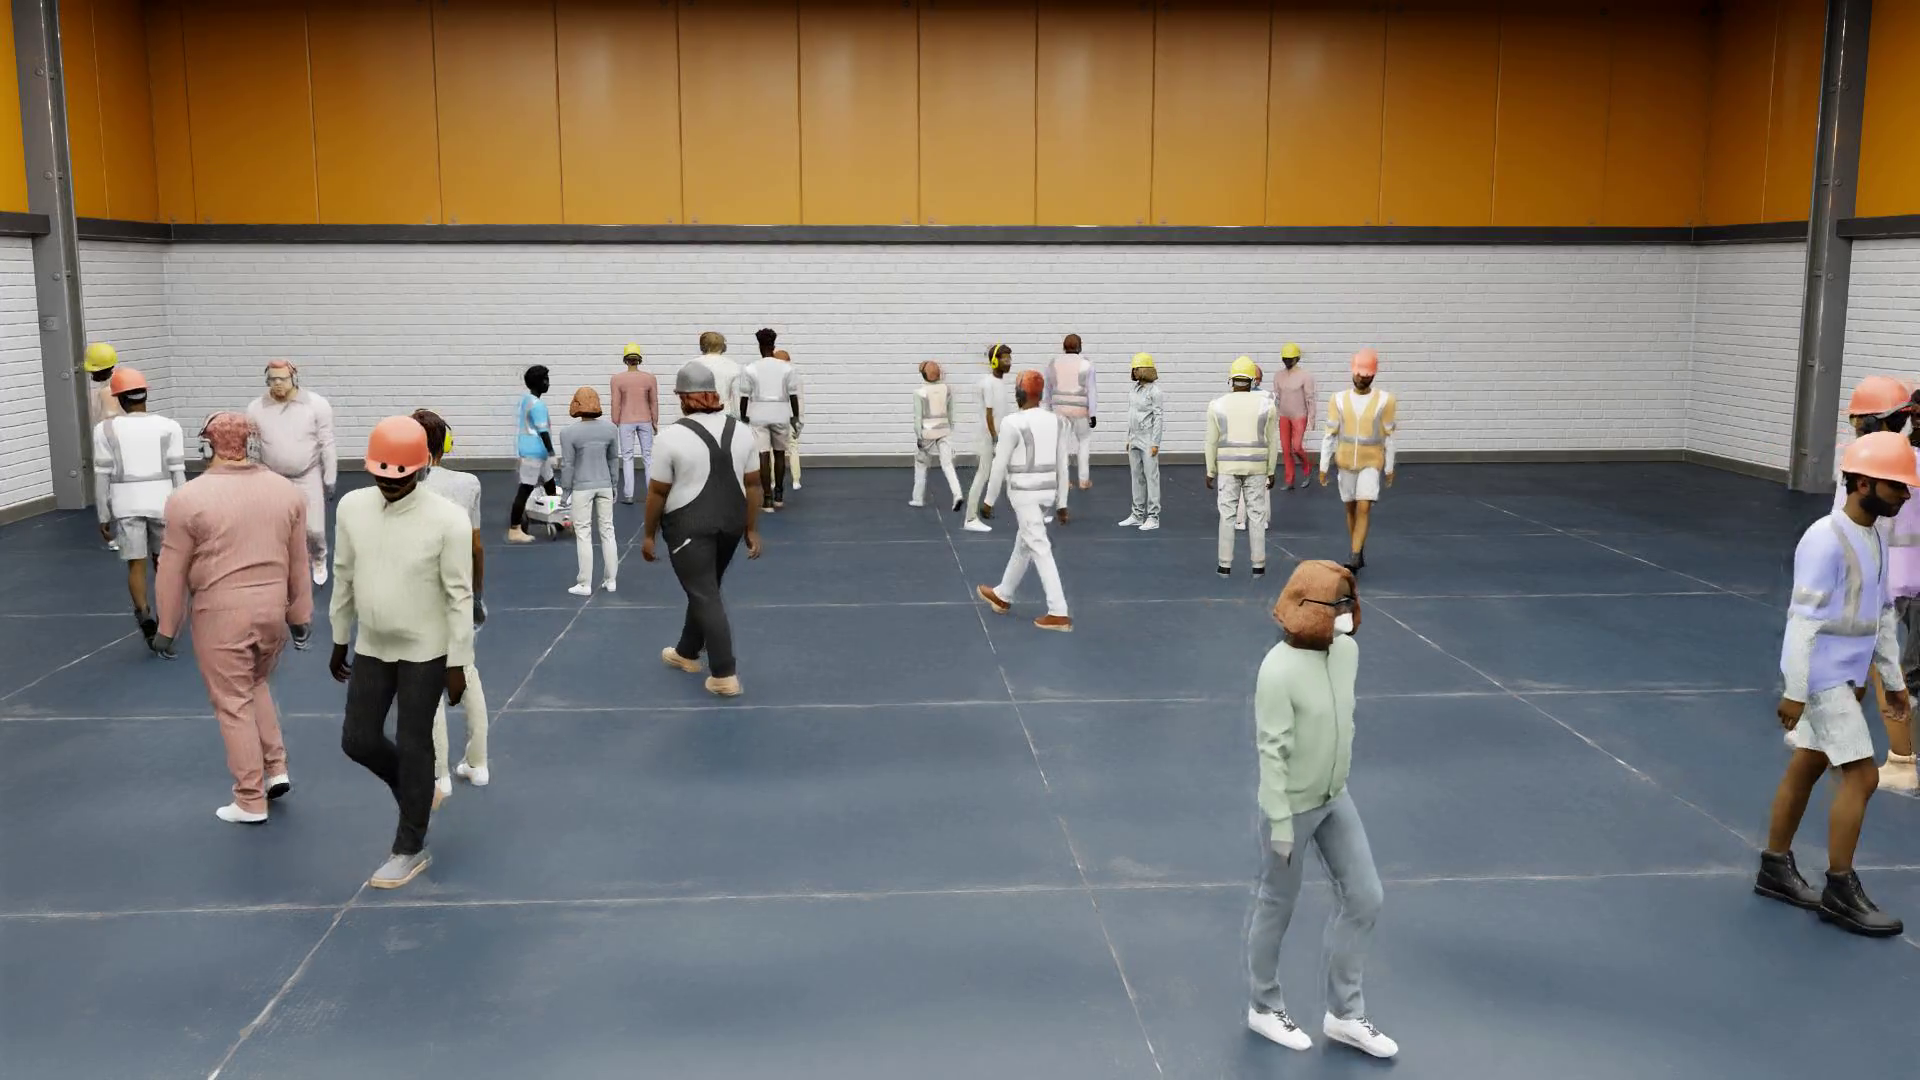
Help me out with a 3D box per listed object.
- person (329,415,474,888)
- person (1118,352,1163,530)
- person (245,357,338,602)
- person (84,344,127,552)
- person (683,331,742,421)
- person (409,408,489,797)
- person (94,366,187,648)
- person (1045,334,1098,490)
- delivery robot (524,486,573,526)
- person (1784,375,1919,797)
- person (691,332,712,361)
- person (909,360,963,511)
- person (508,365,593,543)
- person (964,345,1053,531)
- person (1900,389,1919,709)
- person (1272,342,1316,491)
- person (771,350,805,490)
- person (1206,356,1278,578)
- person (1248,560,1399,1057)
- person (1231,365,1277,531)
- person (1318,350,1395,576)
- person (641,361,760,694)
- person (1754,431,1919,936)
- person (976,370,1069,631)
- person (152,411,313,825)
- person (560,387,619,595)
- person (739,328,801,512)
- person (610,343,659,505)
[{"bbox_3d":[-2.287,0.449,6.810,0.690,1.950,0.567,2,9,15],"label":"person"},{"bbox_3d":[1.794,-0.975,16.410,0.295,1.743,0.492,-6,11,-32],"label":"person"},{"bbox_3d":[-5.159,-0.483,12.899,0.674,1.881,0.603,-2,9,-11],"label":"person"},{"bbox_3d":[-7.656,-0.839,15.145,0.396,1.882,0.662,-2,9,-15],"label":"person"},{"bbox_3d":[-2.613,-1.258,17.661,0.655,1.916,0.476,0,9,2],"label":"person"},{"bbox_3d":[-2.523,0.303,8.017,0.319,1.863,0.521,8,12,40],"label":"person"},{"bbox_3d":[-5.466,-0.210,11.141,0.554,1.905,0.864,-5,10,-29],"label":"person"},{"bbox_3d":[1.334,-1.485,19.365,0.659,1.819,0.704,4,10,21],"label":"person"},{"bbox_3d":[-3.921,-0.347,15.896,0.477,0.478,0.707,-8,12,-40],"label":"delivery robot"},{"bbox_3d":[4.408,0.201,8.192,0.644,2.005,0.923,-4,10,-26],"label":"person"},{"bbox_3d":[-2.911,-1.498,19.375,0.507,1.847,0.344,3,10,19],"label":"person"},{"bbox_3d":[-0.247,-1.113,17.714,0.518,1.603,0.815,-5,10,-29],"label":"person"},{"bbox_3d":[-3.869,-0.803,15.574,0.855,1.650,0.553,-4,10,-22],"label":"person"},{"bbox_3d":[0.434,-0.965,16.078,0.947,1.820,0.562,4,10,25],"label":"person"},{"bbox_3d":[5.672,0.030,9.729,0.901,1.882,0.616,-7,12,-39],"label":"person"},{"bbox_3d":[3.833,-1.417,19.214,0.529,1.743,0.433,9,12,43],"label":"person"},{"bbox_3d":[-2.066,-1.396,19.401,0.507,1.631,0.277,-2,9,-12],"label":"person"},{"bbox_3d":[2.321,-0.593,13.727,0.587,1.835,0.404,1,9,7],"label":"person"},{"bbox_3d":[1.165,0.863,5.251,0.535,1.612,0.606,-8,12,-41],"label":"person"},{"bbox_3d":[2.841,-0.896,16.250,0.514,1.636,0.315,-1,9,-8],"label":"person"},{"bbox_3d":[3.271,-0.622,13.777,0.585,1.870,1.021,4,10,25],"label":"person"},{"bbox_3d":[-1.595,-0.119,10.108,0.696,2.000,1.012,-8,12,-42],"label":"person"},{"bbox_3d":[3.463,0.539,6.383,0.740,1.906,0.539,9,12,43],"label":"person"},{"bbox_3d":[0.451,-0.298,11.917,1.020,1.817,0.580,9,13,44],"label":"person"},{"bbox_3d":[-3.326,0.359,7.608,0.512,1.887,0.649,5,10,30],"label":"person"},{"bbox_3d":[-2.900,-0.384,13.043,0.499,1.633,0.286,-8,12,-40],"label":"person"},{"bbox_3d":[-2.052,-1.294,17.796,0.643,1.938,0.775,-2,9,-15],"label":"person"},{"bbox_3d":[-3.559,-1.269,18.184,0.528,1.767,0.329,-4,10,-23],"label":"person"}]
